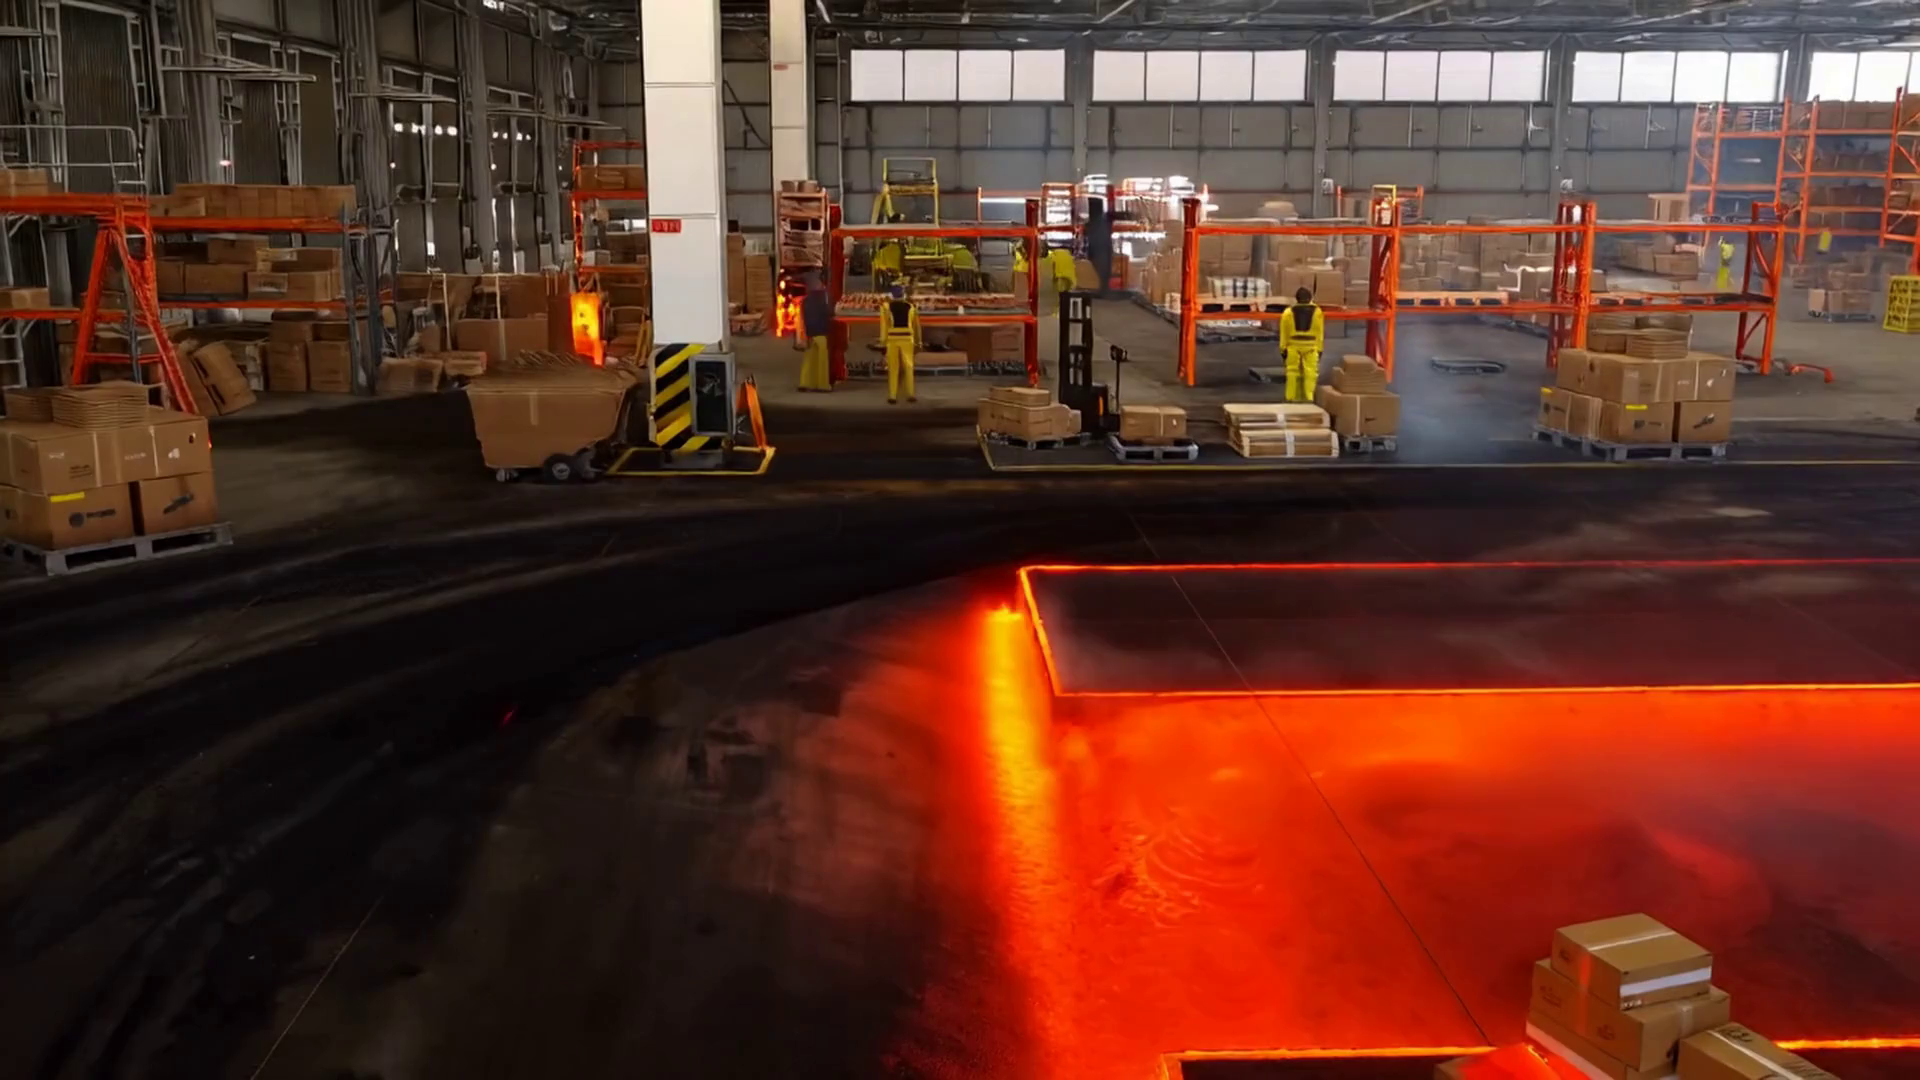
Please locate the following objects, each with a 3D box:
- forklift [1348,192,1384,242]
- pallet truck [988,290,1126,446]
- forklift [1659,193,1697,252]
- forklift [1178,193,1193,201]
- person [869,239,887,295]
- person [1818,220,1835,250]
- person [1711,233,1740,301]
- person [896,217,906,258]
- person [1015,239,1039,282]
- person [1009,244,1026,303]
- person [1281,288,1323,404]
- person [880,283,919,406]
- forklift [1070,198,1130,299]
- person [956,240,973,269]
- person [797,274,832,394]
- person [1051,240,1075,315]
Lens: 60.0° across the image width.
[{"bbox_3d":[14.687,-11.098,59.826,1.129,2.768,1.873,0,12,-2],"label":"forklift"},{"bbox_3d":[1.257,-2.299,22.111,1.885,1.965,0.823,-9,15,-35],"label":"pallet truck"},{"bbox_3d":[24.756,-10.646,57.789,1.129,2.768,1.873,0,12,-2],"label":"forklift"},{"bbox_3d":[7.732,-10.480,57.037,1.873,2.768,1.129,3,13,15],"label":"forklift"},{"bbox_3d":[-2.371,-7.913,48.271,0.522,1.640,0.306,1,13,6],"label":"person"},{"bbox_3d":[28.807,-9.609,55.156,0.849,1.964,0.635,0,12,1],"label":"person"},{"bbox_3d":[21.281,-7.572,46.184,0.598,1.892,0.845,-8,15,-33],"label":"person"},{"bbox_3d":[-2.320,-10.925,61.280,0.863,1.896,0.574,0,12,1],"label":"person"},{"bbox_3d":[1.680,-6.662,42.080,0.653,1.884,1.041,-2,13,-10],"label":"person"},{"bbox_3d":[1.555,-6.356,40.849,0.546,1.805,0.905,-10,16,-39],"label":"person"},{"bbox_3d":[5.137,-2.868,25.038,0.635,1.840,0.429,1,13,4],"label":"person"},{"bbox_3d":[-0.933,-2.994,25.547,0.597,1.878,0.352,-3,13,-15],"label":"person"},{"bbox_3d":[3.797,-8.210,46.791,1.873,2.768,1.129,0,12,-2],"label":"forklift"},{"bbox_3d":[0.083,-7.596,46.737,0.502,1.692,0.828,-5,13,-20],"label":"person"},{"bbox_3d":[-2.374,-3.323,26.886,0.400,1.945,0.715,8,15,32],"label":"person"},{"bbox_3d":[2.516,-6.483,41.267,0.660,1.895,0.809,7,15,30],"label":"person"}]
